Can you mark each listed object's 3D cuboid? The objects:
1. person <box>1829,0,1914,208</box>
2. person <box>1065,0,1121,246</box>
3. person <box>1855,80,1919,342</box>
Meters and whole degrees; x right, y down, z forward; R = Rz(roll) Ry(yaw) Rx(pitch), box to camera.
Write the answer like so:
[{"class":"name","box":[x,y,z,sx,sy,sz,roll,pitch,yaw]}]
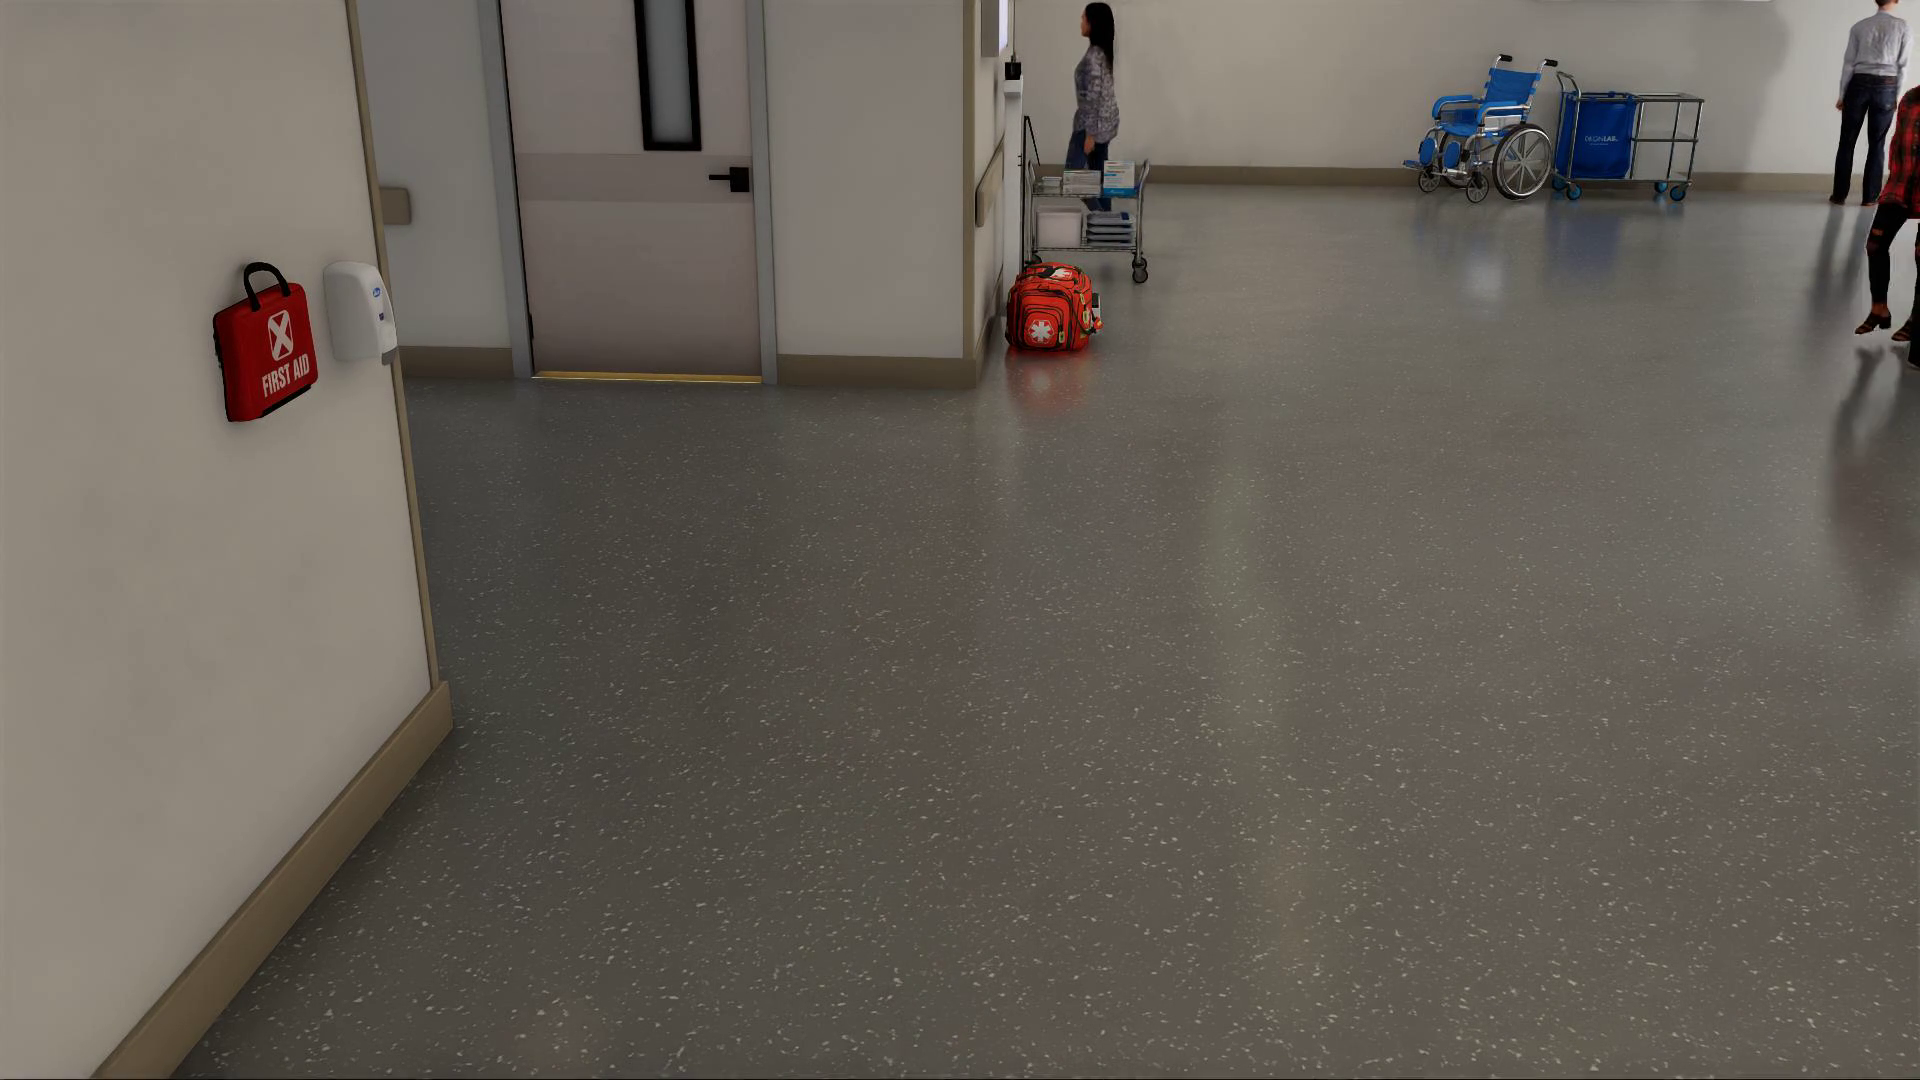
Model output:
[{"class":"person","box":[7.557,-3.710,13.799,0.731,1.818,0.721,12,24,28]},{"class":"person","box":[1.046,-2.929,11.876,0.775,1.719,0.643,8,22,21]},{"class":"person","box":[5.454,-1.944,9.323,0.833,1.685,0.752,-11,23,-27]}]
